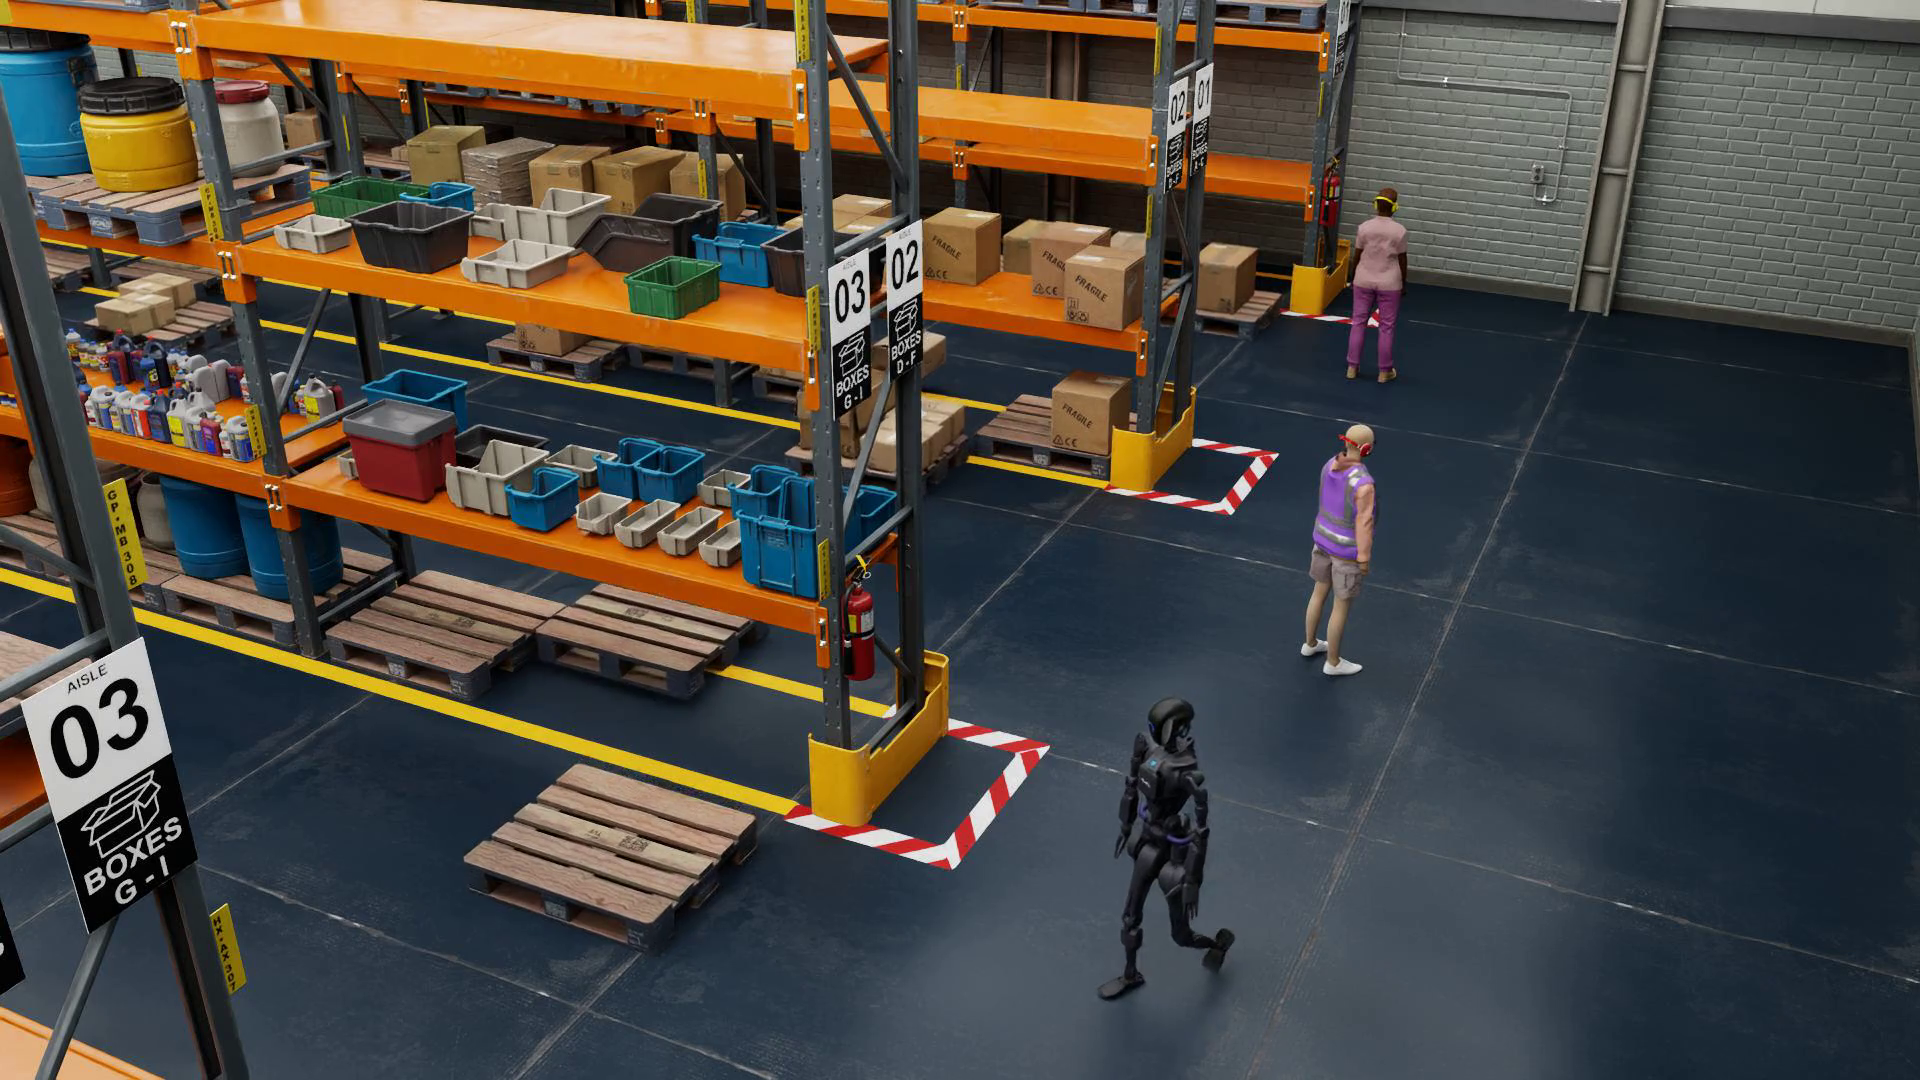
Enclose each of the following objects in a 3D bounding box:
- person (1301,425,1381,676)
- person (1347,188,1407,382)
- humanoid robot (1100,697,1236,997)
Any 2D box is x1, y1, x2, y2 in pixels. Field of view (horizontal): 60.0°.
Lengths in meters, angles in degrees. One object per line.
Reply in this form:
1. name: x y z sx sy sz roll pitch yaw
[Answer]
1. person: 2.430 0.059 10.586 0.350 1.688 0.489 -11 28 -21
2. person: 3.852 -2.343 15.326 0.526 1.798 0.335 13 29 25
3. humanoid robot: 1.011 1.440 7.843 0.690 1.647 0.609 -16 30 -29
